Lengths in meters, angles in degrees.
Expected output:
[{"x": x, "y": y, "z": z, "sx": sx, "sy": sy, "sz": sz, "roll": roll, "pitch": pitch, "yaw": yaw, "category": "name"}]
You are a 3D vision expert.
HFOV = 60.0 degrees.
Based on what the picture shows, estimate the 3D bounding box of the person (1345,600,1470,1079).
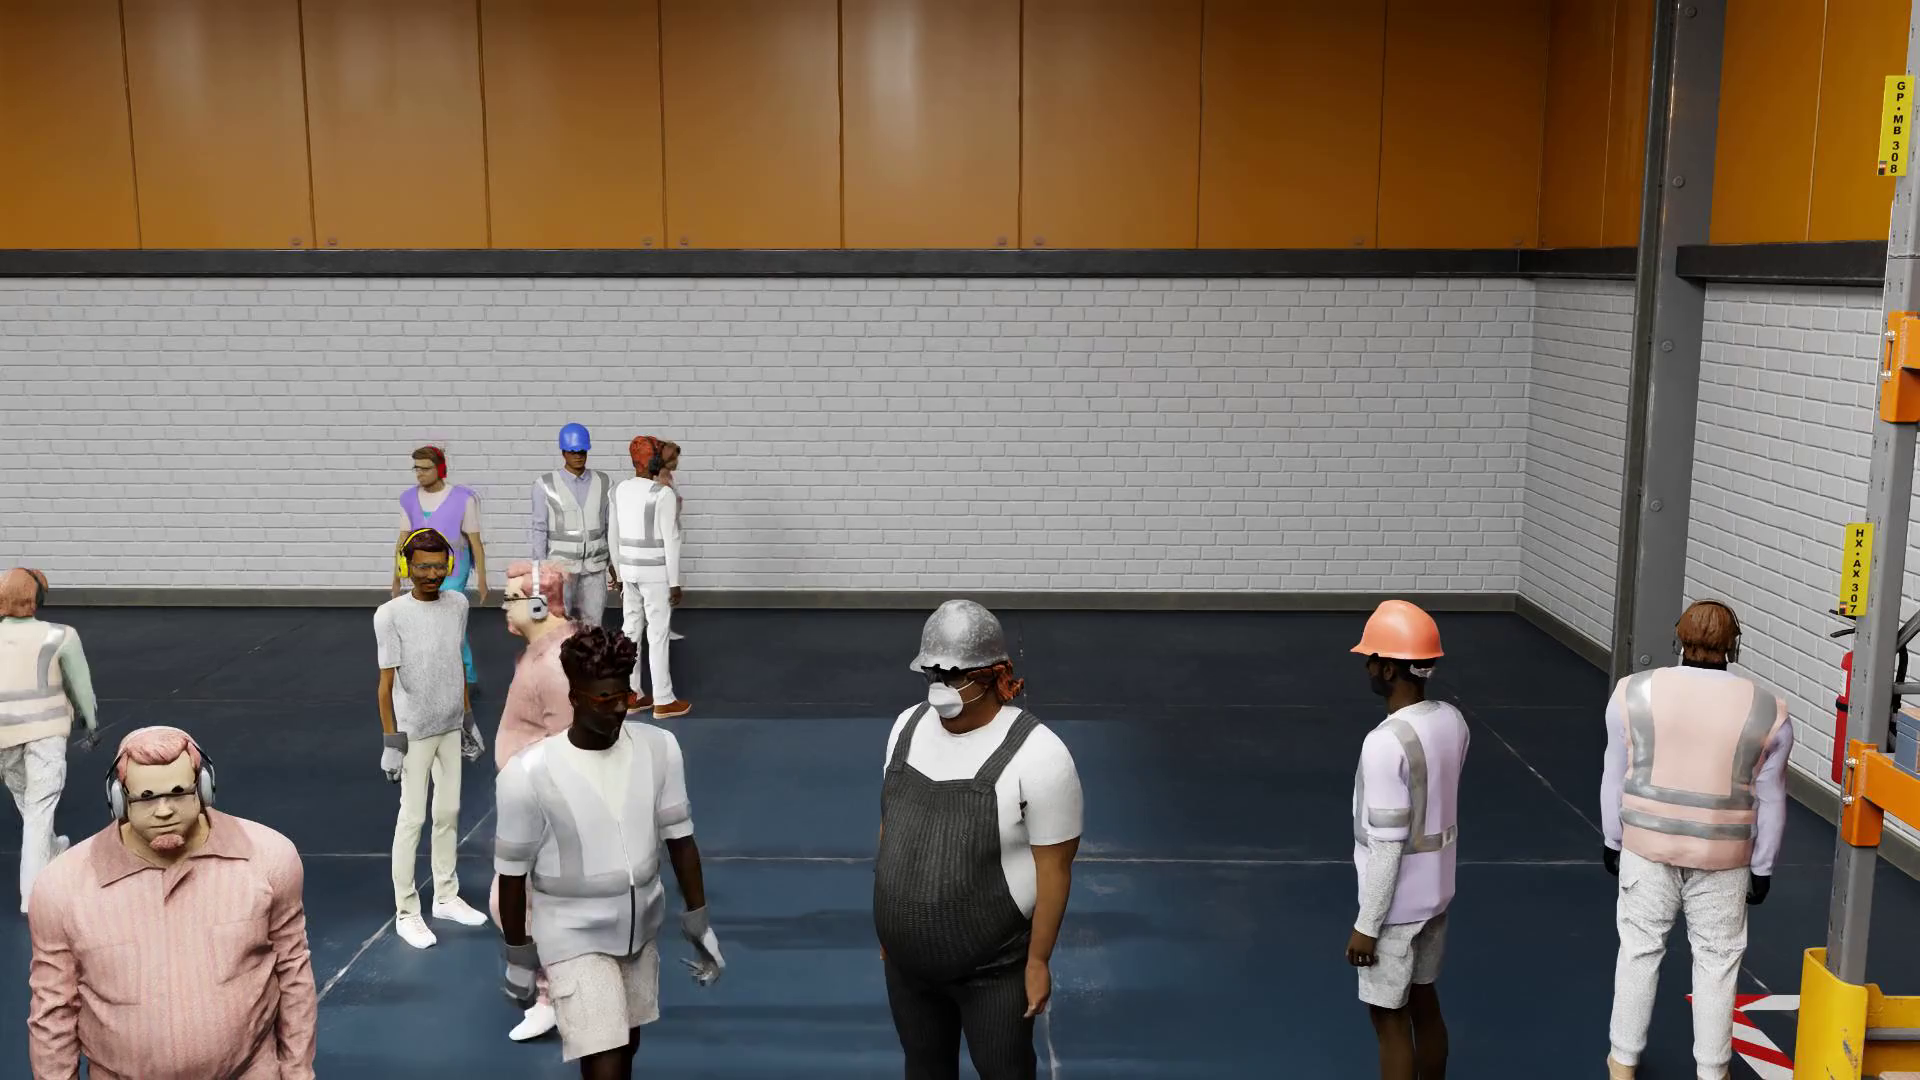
[{"x": 1.424, "y": 1.154, "z": 5.468, "sx": 0.375, "sy": 1.935, "sz": 0.551, "roll": 8, "pitch": 12, "yaw": 40, "category": "person"}]

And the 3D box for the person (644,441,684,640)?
[{"x": -2.428, "y": 0.006, "z": 13.322, "sx": 0.427, "sy": 1.611, "sz": 0.622, "roll": -2, "pitch": 10, "yaw": -14, "category": "person"}]

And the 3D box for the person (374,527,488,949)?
[{"x": -2.358, "y": 0.863, "z": 7.436, "sx": 0.314, "sy": 1.862, "sz": 0.535, "roll": 6, "pitch": 11, "yaw": 31, "category": "person"}]

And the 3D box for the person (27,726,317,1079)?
[{"x": -1.938, "y": 1.389, "z": 4.160, "sx": 0.654, "sy": 1.904, "sz": 0.406, "roll": -5, "pitch": 11, "yaw": -28, "category": "person"}]

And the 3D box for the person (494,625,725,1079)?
[{"x": -1.050, "y": 1.215, "z": 5.071, "sx": 0.590, "sy": 1.941, "sz": 0.613, "roll": 9, "pitch": 13, "yaw": 42, "category": "person"}]

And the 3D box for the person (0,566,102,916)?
[{"x": -4.396, "y": 0.920, "z": 7.915, "sx": 0.537, "sy": 1.590, "sz": 0.872, "roll": -1, "pitch": 10, "yaw": -8, "category": "person"}]

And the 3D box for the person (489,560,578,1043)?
[{"x": -1.647, "y": 1.011, "z": 6.470, "sx": 0.517, "sy": 1.887, "sz": 0.669, "roll": -2, "pitch": 10, "yaw": -14, "category": "person"}]

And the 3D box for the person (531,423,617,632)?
[{"x": -2.603, "y": 0.169, "z": 11.334, "sx": 0.605, "sy": 1.948, "sz": 0.405, "roll": -6, "pitch": 11, "yaw": -32, "category": "person"}]

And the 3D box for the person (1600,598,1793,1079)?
[{"x": 2.636, "y": 1.116, "z": 6.022, "sx": 0.614, "sy": 1.836, "sz": 0.429, "roll": 4, "pitch": 10, "yaw": 25, "category": "person"}]

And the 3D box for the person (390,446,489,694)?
[{"x": -3.550, "y": 0.265, "z": 11.216, "sx": 0.591, "sy": 1.789, "sz": 0.971, "roll": 4, "pitch": 10, "yaw": 21, "category": "person"}]

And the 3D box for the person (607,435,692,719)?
[{"x": -2.083, "y": 0.246, "z": 11.075, "sx": 0.574, "sy": 1.882, "sz": 0.358, "roll": 6, "pitch": 11, "yaw": 32, "category": "person"}]
